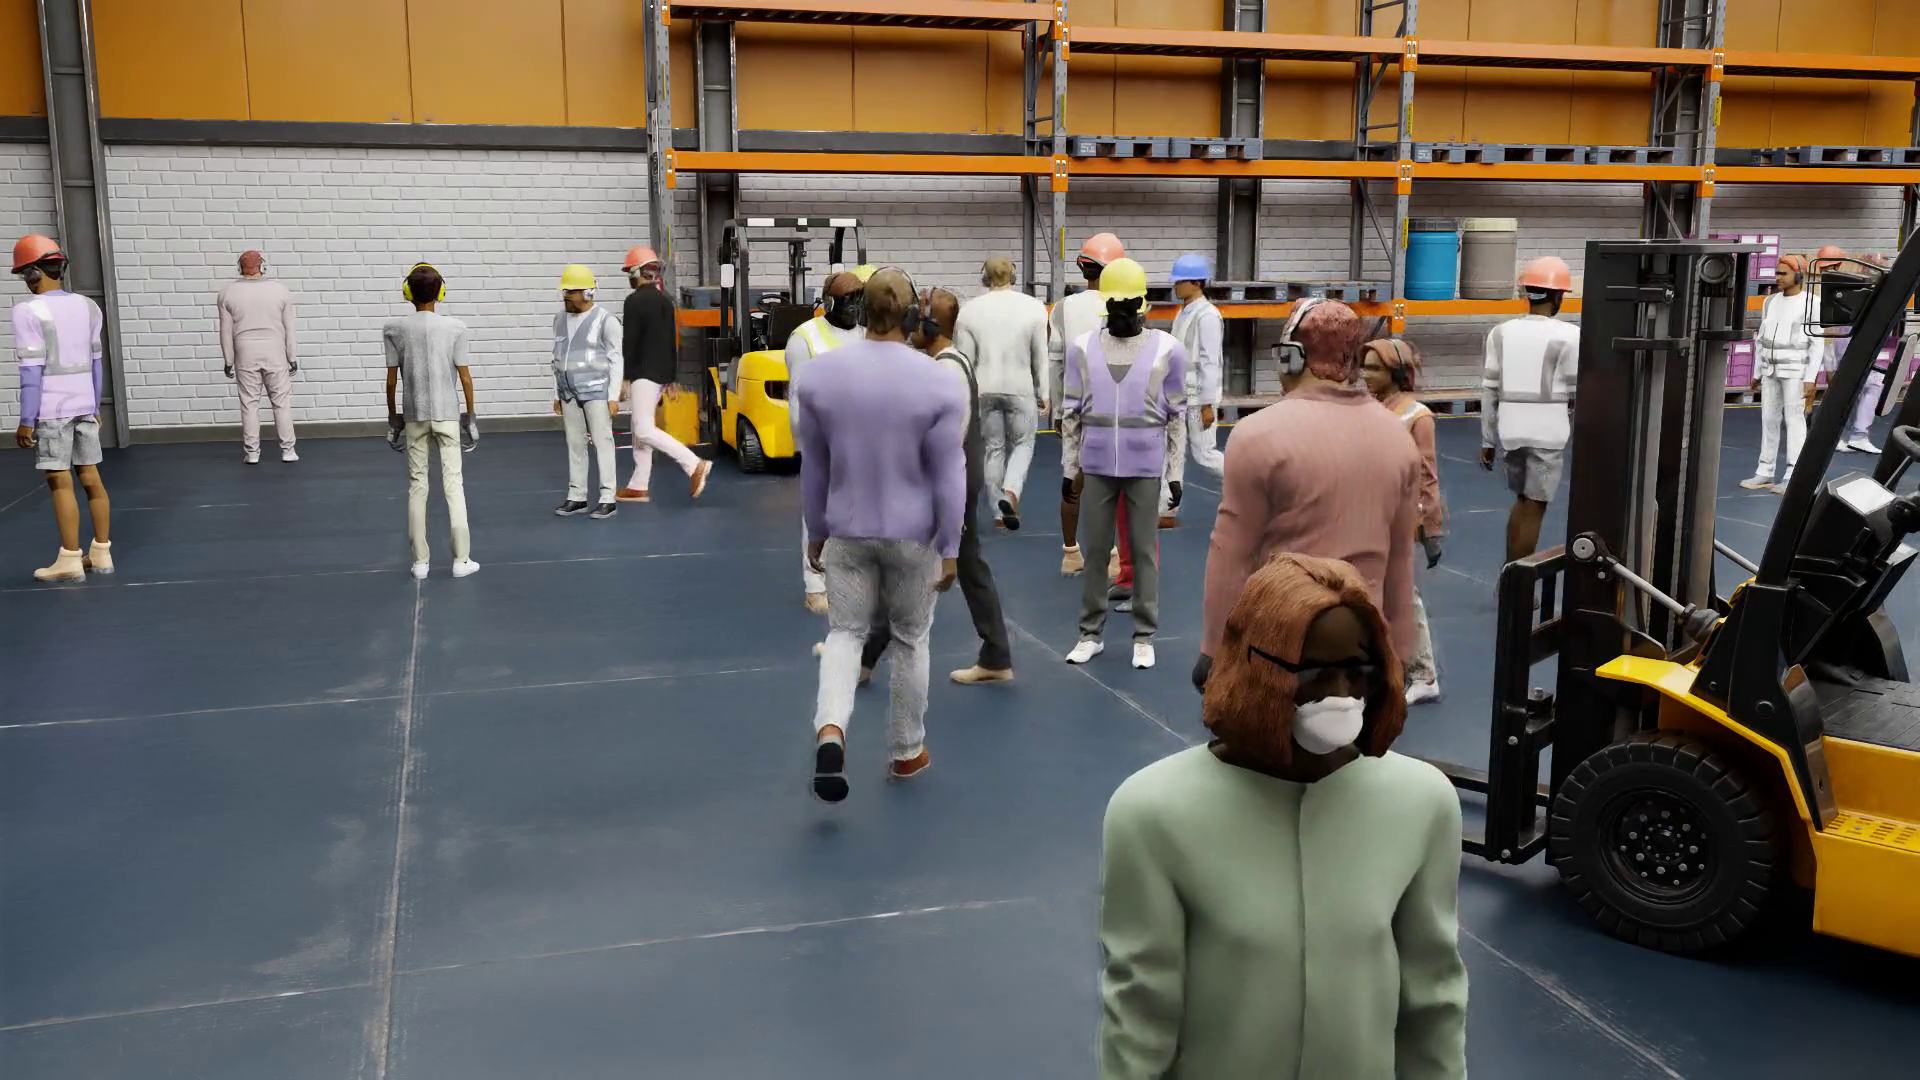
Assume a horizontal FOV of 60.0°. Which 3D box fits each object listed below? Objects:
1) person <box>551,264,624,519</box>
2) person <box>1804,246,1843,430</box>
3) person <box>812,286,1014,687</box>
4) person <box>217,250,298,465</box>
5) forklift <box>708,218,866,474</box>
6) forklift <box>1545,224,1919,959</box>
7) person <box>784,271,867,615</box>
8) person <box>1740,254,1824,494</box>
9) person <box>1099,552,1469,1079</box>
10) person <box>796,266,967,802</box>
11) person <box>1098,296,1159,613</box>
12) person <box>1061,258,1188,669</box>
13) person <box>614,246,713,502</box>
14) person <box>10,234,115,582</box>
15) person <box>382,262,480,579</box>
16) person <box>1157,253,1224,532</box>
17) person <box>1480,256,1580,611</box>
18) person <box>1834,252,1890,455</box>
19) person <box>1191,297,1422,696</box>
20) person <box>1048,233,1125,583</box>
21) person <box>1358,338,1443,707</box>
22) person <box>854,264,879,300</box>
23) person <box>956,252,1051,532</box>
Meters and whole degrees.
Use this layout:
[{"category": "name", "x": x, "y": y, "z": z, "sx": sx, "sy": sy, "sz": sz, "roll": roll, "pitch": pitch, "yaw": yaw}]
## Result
[{"category": "person", "x": -2.708, "y": -1.065, "z": 11.991, "sx": 0.599, "sy": 1.827, "sz": 0.403, "roll": 5, "pitch": 12, "yaw": 27}, {"category": "person", "x": 8.955, "y": -2.073, "z": 17.248, "sx": 0.374, "sy": 1.928, "sz": 0.542, "roll": -7, "pitch": 12, "yaw": -33}, {"category": "person", "x": -0.182, "y": -0.217, "z": 7.436, "sx": 0.954, "sy": 1.797, "sz": 0.522, "roll": 2, "pitch": 11, "yaw": 12}, {"category": "person", "x": -6.246, "y": -1.622, "z": 14.851, "sx": 0.636, "sy": 1.902, "sz": 0.405, "roll": -4, "pitch": 11, "yaw": -22}, {"category": "forklift", "x": -1.522, "y": -1.778, "z": 14.899, "sx": 1.214, "sy": 2.155, "sz": 2.313, "roll": -3, "pitch": 11, "yaw": -17}, {"category": "forklift", "x": 2.909, "y": 0.117, "z": 4.508, "sx": 2.313, "sy": 2.155, "sz": 1.214, "roll": 9, "pitch": 14, "yaw": 40}, {"category": "person", "x": -0.634, "y": -0.526, "z": 9.008, "sx": 0.634, "sy": 1.839, "sz": 0.429, "roll": -8, "pitch": 13, "yaw": -39}, {"category": "person", "x": 6.537, "y": -1.310, "z": 13.184, "sx": 0.337, "sy": 1.882, "sz": 0.584, "roll": -4, "pitch": 11, "yaw": -21}, {"category": "person", "x": 0.430, "y": 0.822, "z": 2.199, "sx": 0.502, "sy": 1.635, "sz": 0.314, "roll": -2, "pitch": 10, "yaw": -8}, {"category": "person", "x": -0.288, "y": -0.007, "z": 5.934, "sx": 0.635, "sy": 1.922, "sz": 0.756, "roll": 2, "pitch": 11, "yaw": 12}, {"category": "person", "x": 0.899, "y": -0.491, "z": 9.018, "sx": 0.326, "sy": 1.767, "sz": 0.533, "roll": -3, "pitch": 11, "yaw": -17}, {"category": "person", "x": 0.757, "y": -0.349, "z": 7.803, "sx": 0.594, "sy": 1.922, "sz": 0.386, "roll": 3, "pitch": 11, "yaw": 17}, {"category": "person", "x": -2.277, "y": -1.237, "z": 12.582, "sx": 0.804, "sy": 1.960, "sz": 0.621, "roll": 2, "pitch": 11, "yaw": 13}, {"category": "person", "x": -5.309, "y": -0.764, "z": 9.783, "sx": 0.389, "sy": 2.034, "sz": 0.605, "roll": 3, "pitch": 11, "yaw": 14}, {"category": "person", "x": -3.134, "y": -0.703, "z": 9.881, "sx": 0.532, "sy": 1.876, "sz": 0.319, "roll": -2, "pitch": 10, "yaw": -9}, {"category": "person", "x": 1.664, "y": -0.988, "z": 11.330, "sx": 0.847, "sy": 1.920, "sz": 0.620, "roll": -2, "pitch": 11, "yaw": -13}, {"category": "person", "x": 3.134, "y": -0.561, "z": 8.982, "sx": 0.583, "sy": 1.913, "sz": 0.551, "roll": -8, "pitch": 13, "yaw": -38}, {"category": "person", "x": 8.452, "y": -1.733, "z": 15.543, "sx": 0.638, "sy": 1.872, "sz": 0.683, "roll": 3, "pitch": 11, "yaw": 17}, {"category": "person", "x": 1.014, "y": 0.269, "z": 4.598, "sx": 0.632, "sy": 1.868, "sz": 0.952, "roll": -8, "pitch": 13, "yaw": -36}, {"category": "person", "x": 0.817, "y": -0.773, "z": 9.806, "sx": 0.615, "sy": 2.040, "sz": 0.391, "roll": 9, "pitch": 13, "yaw": 39}, {"category": "person", "x": 1.724, "y": -0.042, "z": 6.992, "sx": 0.863, "sy": 1.590, "sz": 0.542, "roll": -4, "pitch": 11, "yaw": -19}, {"category": "person", "x": -0.847, "y": -1.312, "z": 13.425, "sx": 0.711, "sy": 1.805, "sz": 0.605, "roll": -3, "pitch": 11, "yaw": -18}, {"category": "person", "x": 0.286, "y": -0.978, "z": 11.272, "sx": 0.642, "sy": 1.917, "sz": 0.559, "roll": 2, "pitch": 10, "yaw": 9}]
